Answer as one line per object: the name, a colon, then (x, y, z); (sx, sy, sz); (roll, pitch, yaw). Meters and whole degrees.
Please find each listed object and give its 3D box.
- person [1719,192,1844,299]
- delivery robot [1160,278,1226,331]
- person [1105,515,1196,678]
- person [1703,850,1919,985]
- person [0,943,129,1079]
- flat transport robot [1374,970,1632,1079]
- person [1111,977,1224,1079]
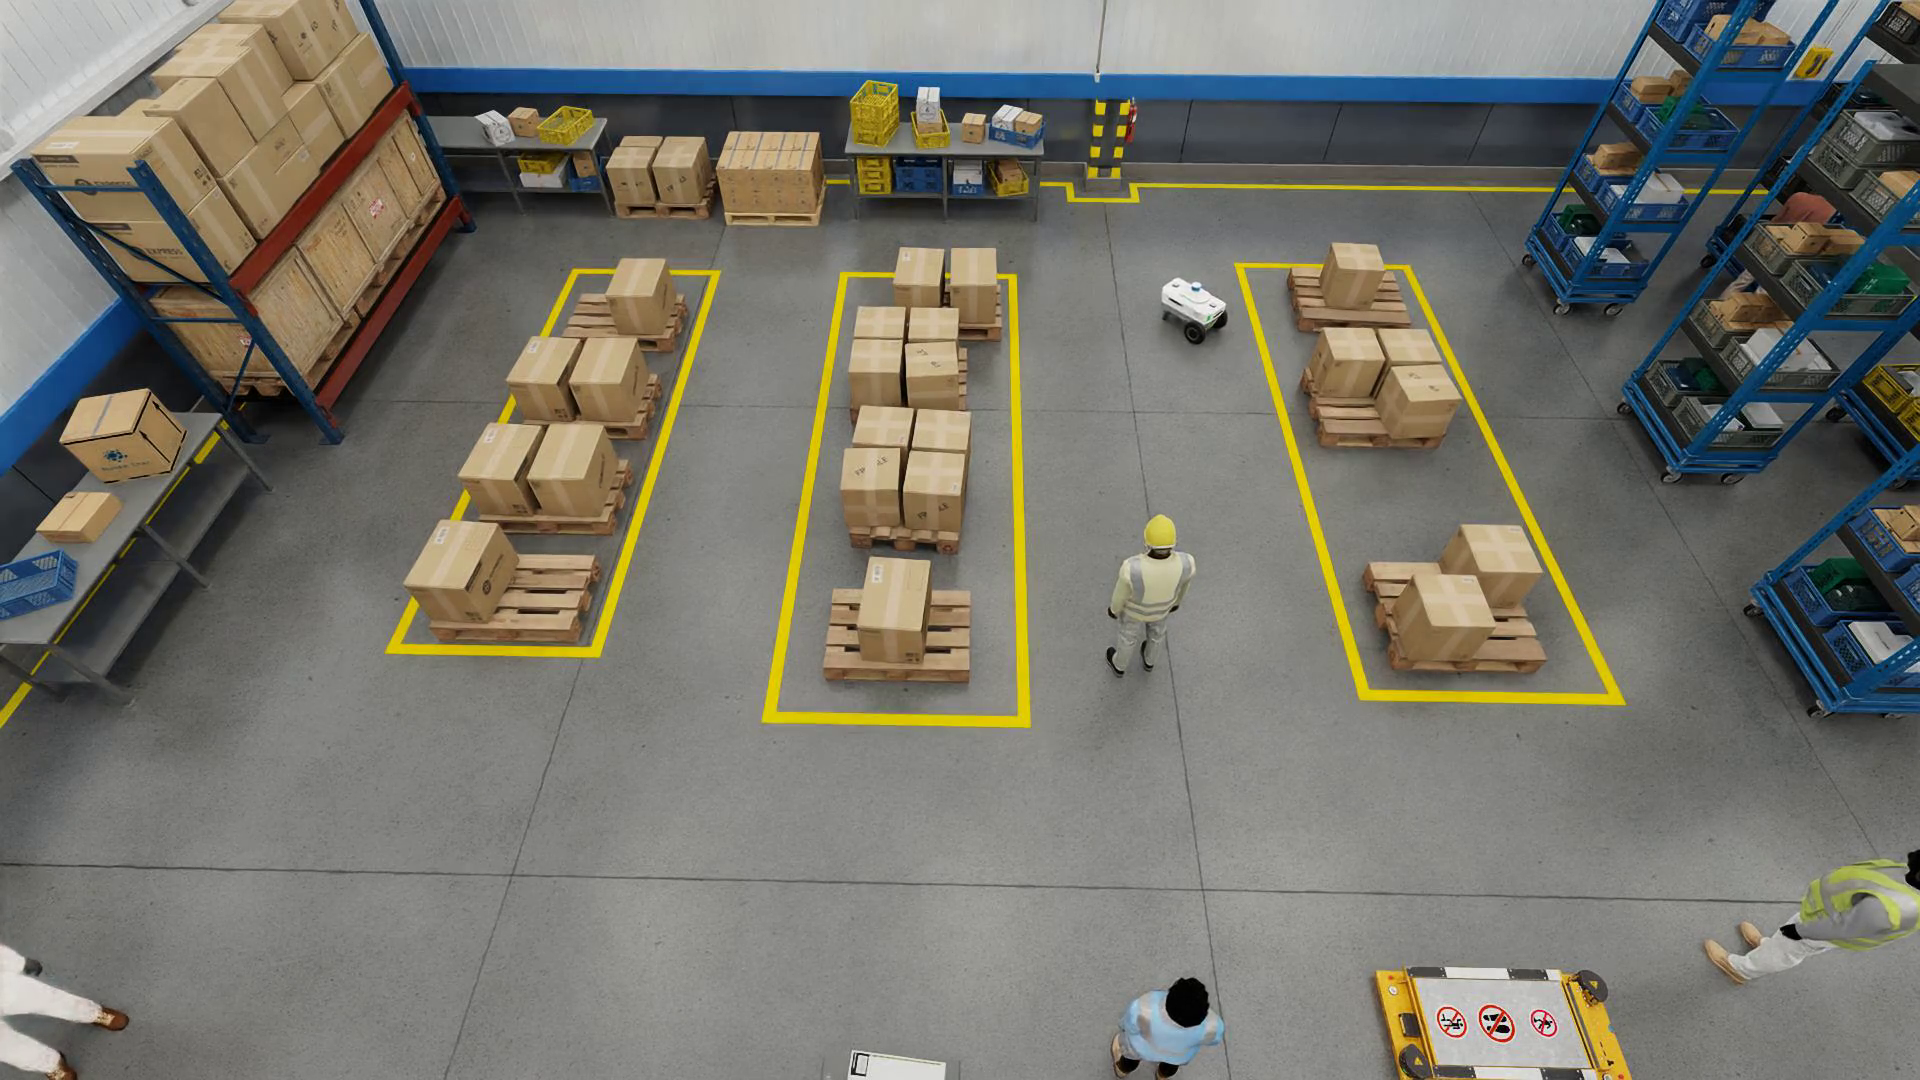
person: (8.862, -3.058, 9.870); (0.411, 1.980, 0.626); (-19, 53, -15)
delivery robot: (2.642, -2.702, 10.431); (0.477, 0.478, 0.707); (-37, 60, -26)
person: (1.438, 0.470, 7.091); (0.588, 1.823, 0.403); (-7, 51, -6)
person: (5.349, 2.293, 5.593); (0.621, 1.845, 0.429); (-14, 52, -11)
person: (-5.663, 2.679, 5.237); (0.403, 1.906, 0.652); (19, 53, 15)
flat transport robot: (3.501, 3.133, 5.914); (1.431, 0.197, 0.652); (1, 51, 1)
person: (1.159, 2.827, 5.249); (0.535, 1.697, 0.318); (6, 51, 5)
